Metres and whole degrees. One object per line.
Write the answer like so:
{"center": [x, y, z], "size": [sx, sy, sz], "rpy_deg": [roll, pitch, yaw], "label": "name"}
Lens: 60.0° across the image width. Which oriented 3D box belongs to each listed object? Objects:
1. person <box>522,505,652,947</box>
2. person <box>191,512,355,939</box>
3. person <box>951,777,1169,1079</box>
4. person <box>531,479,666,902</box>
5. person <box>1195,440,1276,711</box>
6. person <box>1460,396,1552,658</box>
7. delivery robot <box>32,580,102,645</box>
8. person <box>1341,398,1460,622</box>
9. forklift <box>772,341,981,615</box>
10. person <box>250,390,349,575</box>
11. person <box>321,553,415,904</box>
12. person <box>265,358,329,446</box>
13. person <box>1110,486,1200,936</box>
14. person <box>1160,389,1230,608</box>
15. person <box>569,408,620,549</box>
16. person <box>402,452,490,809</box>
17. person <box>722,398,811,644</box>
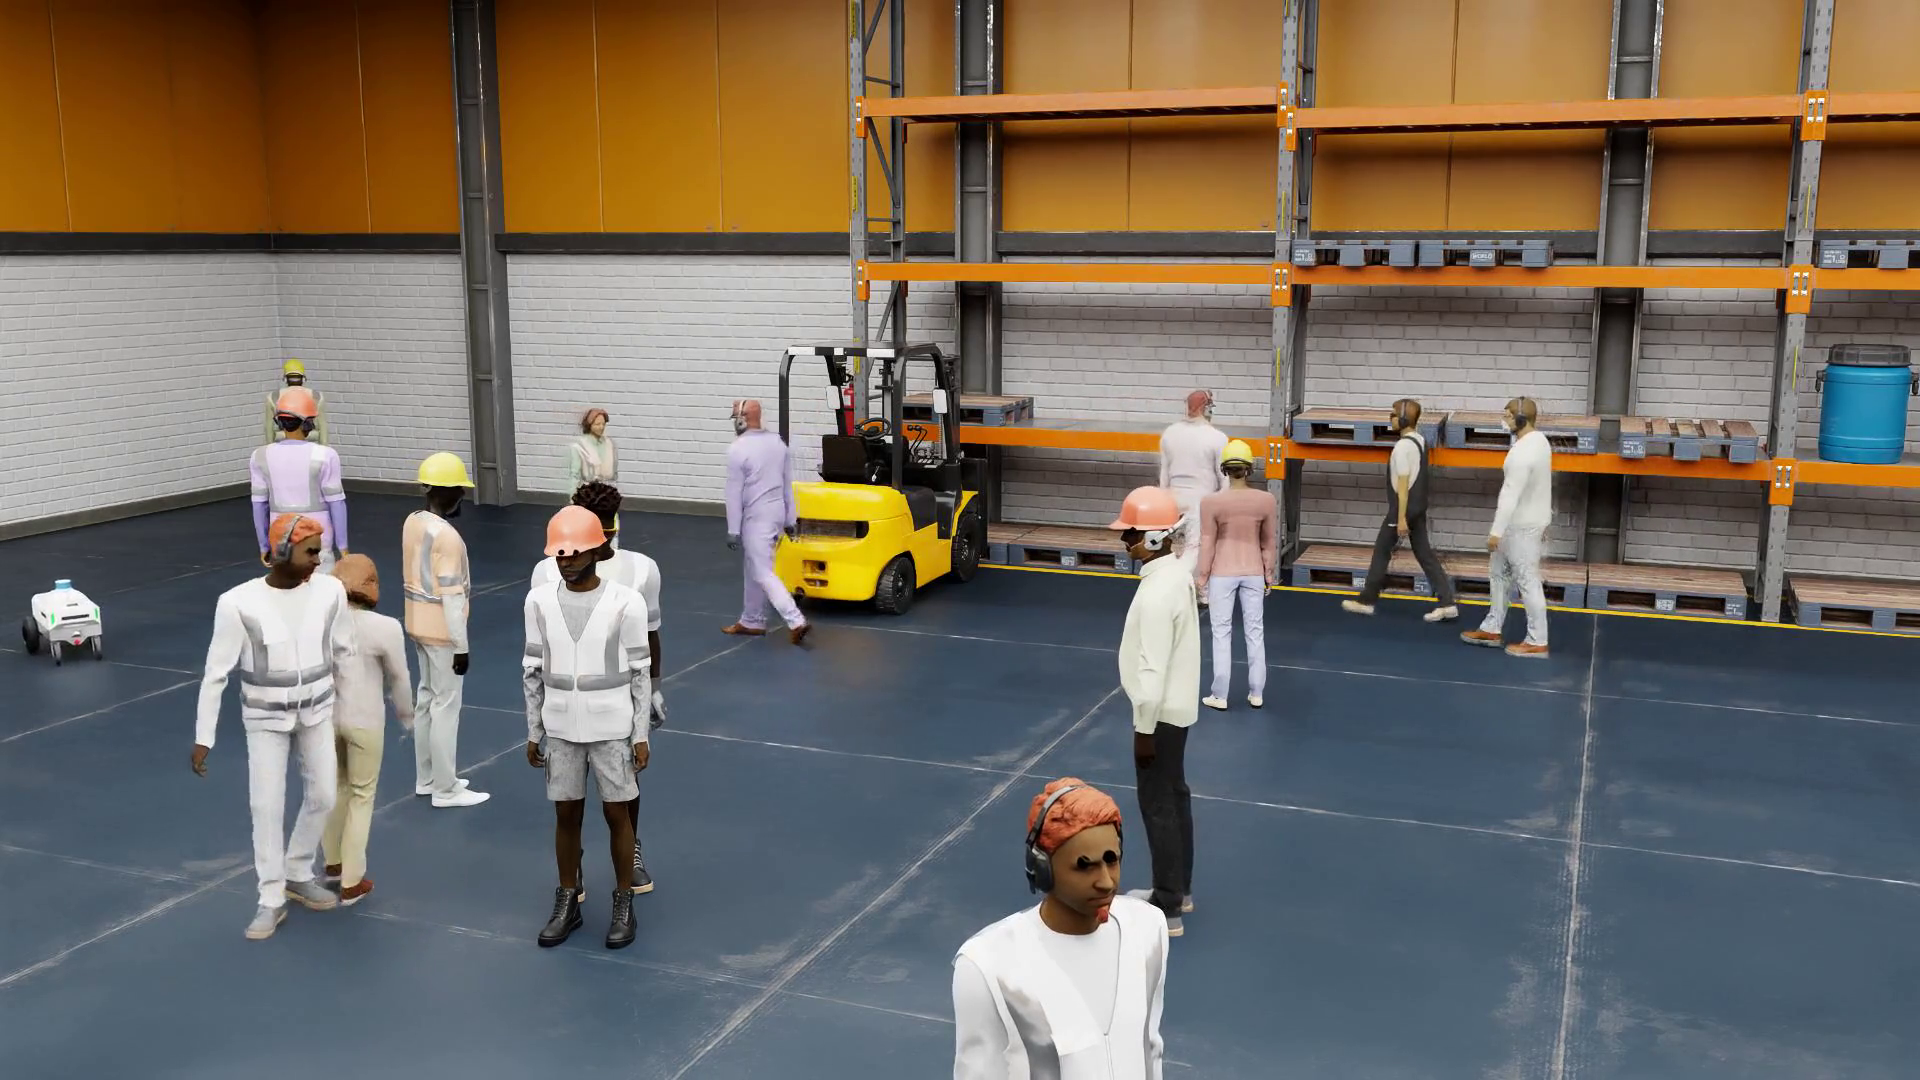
{"center": [-1.601, 0.805, 7.124], "size": [0.551, 1.935, 0.375], "rpy_deg": [1, 10, 5], "label": "person"}
{"center": [-3.035, 0.805, 7.335], "size": [0.758, 1.873, 0.409], "rpy_deg": [-9, 13, -41], "label": "person"}
{"center": [0.243, 1.447, 3.702], "size": [0.574, 1.883, 0.355], "rpy_deg": [-7, 13, -36], "label": "person"}
{"center": [-1.663, 0.692, 7.692], "size": [0.603, 1.959, 0.374], "rpy_deg": [-4, 11, -22], "label": "person"}
{"center": [1.785, 0.230, 10.808], "size": [0.533, 1.765, 0.322], "rpy_deg": [-2, 10, -11], "label": "person"}
{"center": [4.009, -0.099, 12.212], "size": [0.809, 1.911, 0.653], "rpy_deg": [6, 12, 29], "label": "person"}
{"center": [-6.569, 0.535, 12.218], "size": [0.477, 0.478, 0.707], "rpy_deg": [-8, 13, -38], "label": "delivery robot"}
{"center": [3.596, -0.237, 13.329], "size": [0.979, 1.803, 0.518], "rpy_deg": [9, 13, 39], "label": "person"}
{"center": [-0.739, -0.602, 14.246], "size": [1.214, 2.155, 2.313], "rpy_deg": [4, 11, 21], "label": "forklift"}
{"center": [-4.467, -0.002, 11.329], "size": [0.615, 2.041, 0.377], "rpy_deg": [0, 10, -2], "label": "person"}
{"center": [-2.813, 0.857, 7.744], "size": [0.515, 1.605, 0.528], "rpy_deg": [1, 10, 4], "label": "person"}
{"center": [-6.896, -0.972, 17.323], "size": [0.611, 1.828, 0.404], "rpy_deg": [-5, 11, -27], "label": "person"}
{"center": [0.853, 0.747, 7.334], "size": [0.405, 1.988, 0.617], "rpy_deg": [3, 11, 17], "label": "person"}
{"center": [1.905, -0.294, 13.465], "size": [0.980, 1.865, 0.657], "rpy_deg": [-9, 14, -42], "label": "person"}
{"center": [-3.215, -0.353, 14.476], "size": [0.754, 1.613, 0.529], "rpy_deg": [10, 14, 43], "label": "person"}
{"center": [-2.774, 0.486, 8.959], "size": [0.390, 1.921, 0.583], "rpy_deg": [-8, 13, -37], "label": "person"}
{"center": [-1.455, -0.140, 12.589], "size": [0.854, 1.874, 0.647], "rpy_deg": [5, 11, 26], "label": "person"}
